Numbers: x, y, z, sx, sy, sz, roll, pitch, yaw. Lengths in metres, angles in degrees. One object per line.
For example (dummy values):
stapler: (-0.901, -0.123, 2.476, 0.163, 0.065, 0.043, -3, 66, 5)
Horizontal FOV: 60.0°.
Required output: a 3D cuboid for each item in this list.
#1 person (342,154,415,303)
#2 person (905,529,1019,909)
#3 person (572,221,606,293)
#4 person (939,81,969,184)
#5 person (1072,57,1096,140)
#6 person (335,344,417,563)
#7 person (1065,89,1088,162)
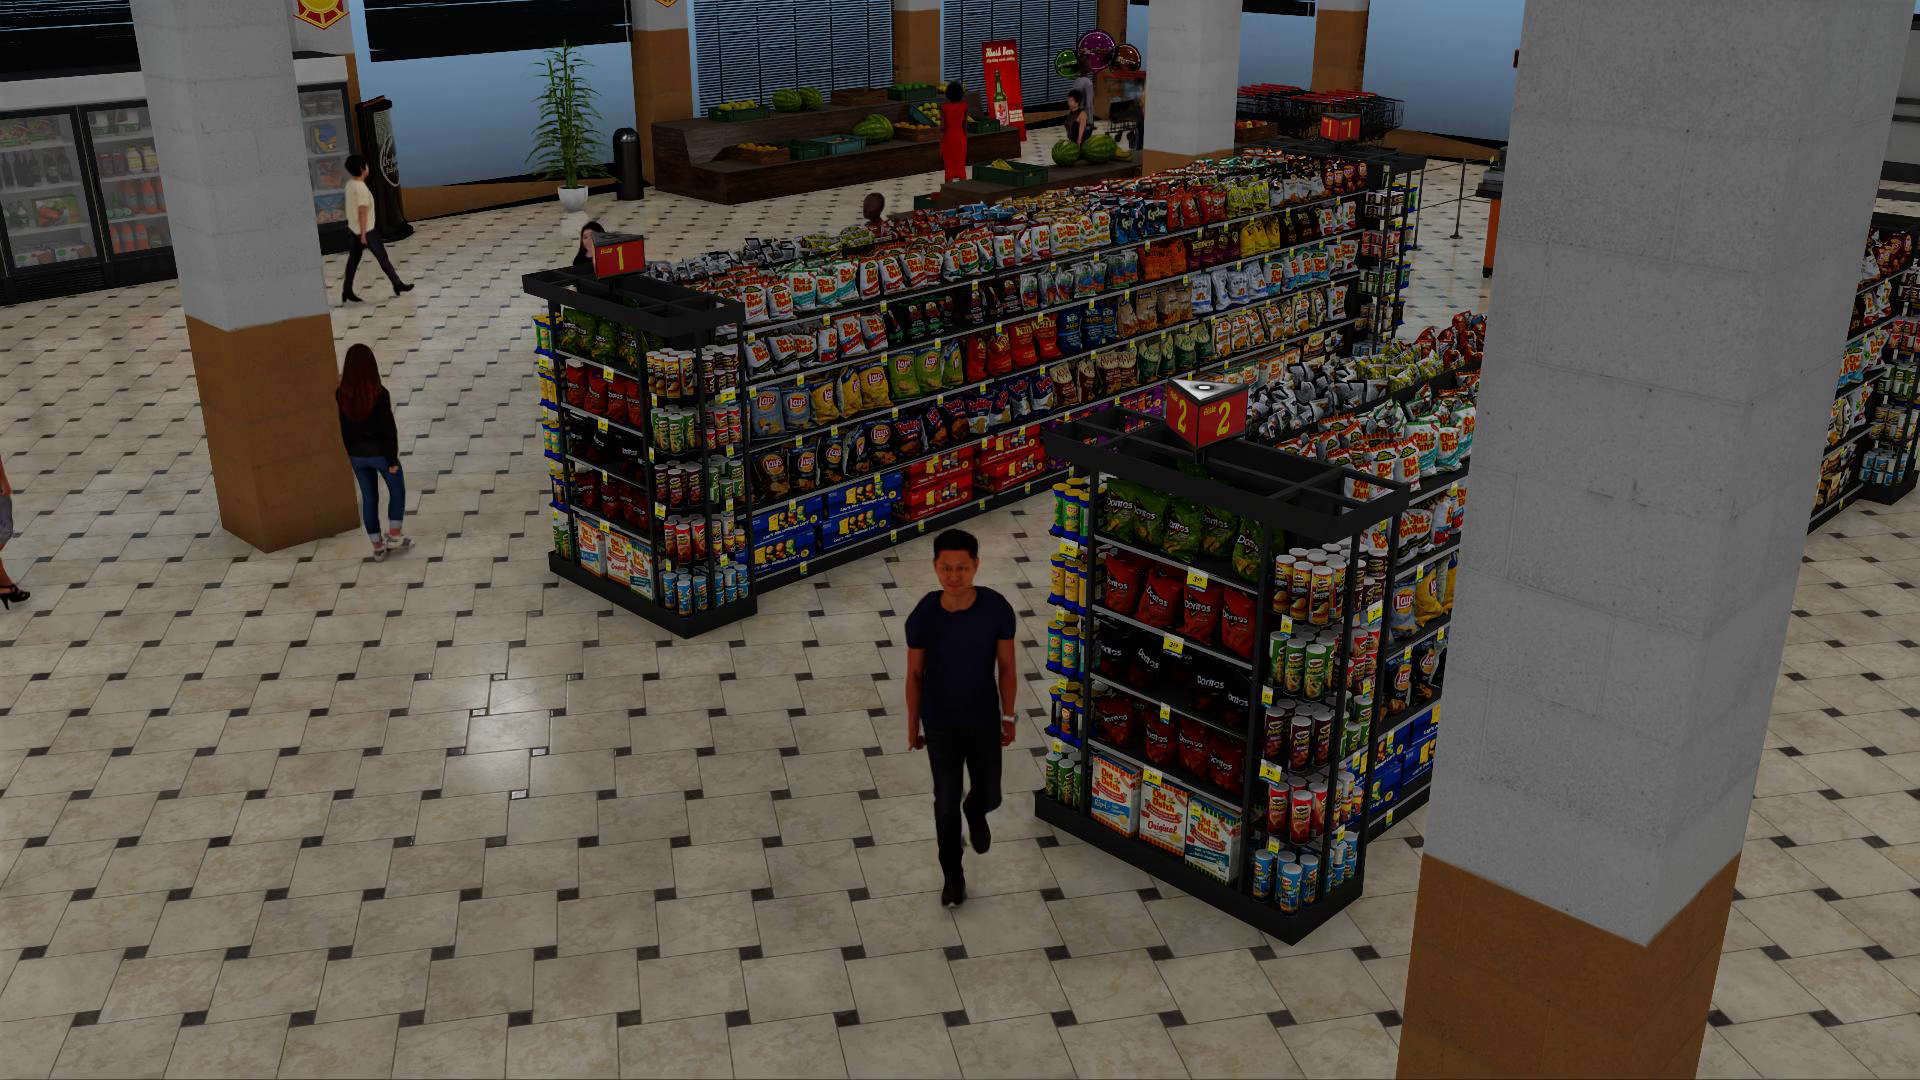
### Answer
person: (-6.404, -3.261, 17.638, 0.982, 1.549, 0.597, -20, 29, -40)
person: (0.011, 0.745, 7.356, 0.902, 1.783, 0.959, 0, 22, -1)
person: (-3.045, -1.916, 14.196, 0.968, 1.619, 1.106, 3, 22, 8)
person: (-0.076, -5.320, 22.505, 0.562, 1.741, 0.694, -9, 24, -21)
person: (1.843, -6.341, 25.007, 0.630, 1.771, 0.678, -10, 24, -24)
person: (-3.916, -0.553, 11.000, 0.668, 1.473, 0.718, 2, 22, 4)
person: (1.697, -5.366, 22.883, 1.102, 1.544, 0.736, -15, 26, -33)
